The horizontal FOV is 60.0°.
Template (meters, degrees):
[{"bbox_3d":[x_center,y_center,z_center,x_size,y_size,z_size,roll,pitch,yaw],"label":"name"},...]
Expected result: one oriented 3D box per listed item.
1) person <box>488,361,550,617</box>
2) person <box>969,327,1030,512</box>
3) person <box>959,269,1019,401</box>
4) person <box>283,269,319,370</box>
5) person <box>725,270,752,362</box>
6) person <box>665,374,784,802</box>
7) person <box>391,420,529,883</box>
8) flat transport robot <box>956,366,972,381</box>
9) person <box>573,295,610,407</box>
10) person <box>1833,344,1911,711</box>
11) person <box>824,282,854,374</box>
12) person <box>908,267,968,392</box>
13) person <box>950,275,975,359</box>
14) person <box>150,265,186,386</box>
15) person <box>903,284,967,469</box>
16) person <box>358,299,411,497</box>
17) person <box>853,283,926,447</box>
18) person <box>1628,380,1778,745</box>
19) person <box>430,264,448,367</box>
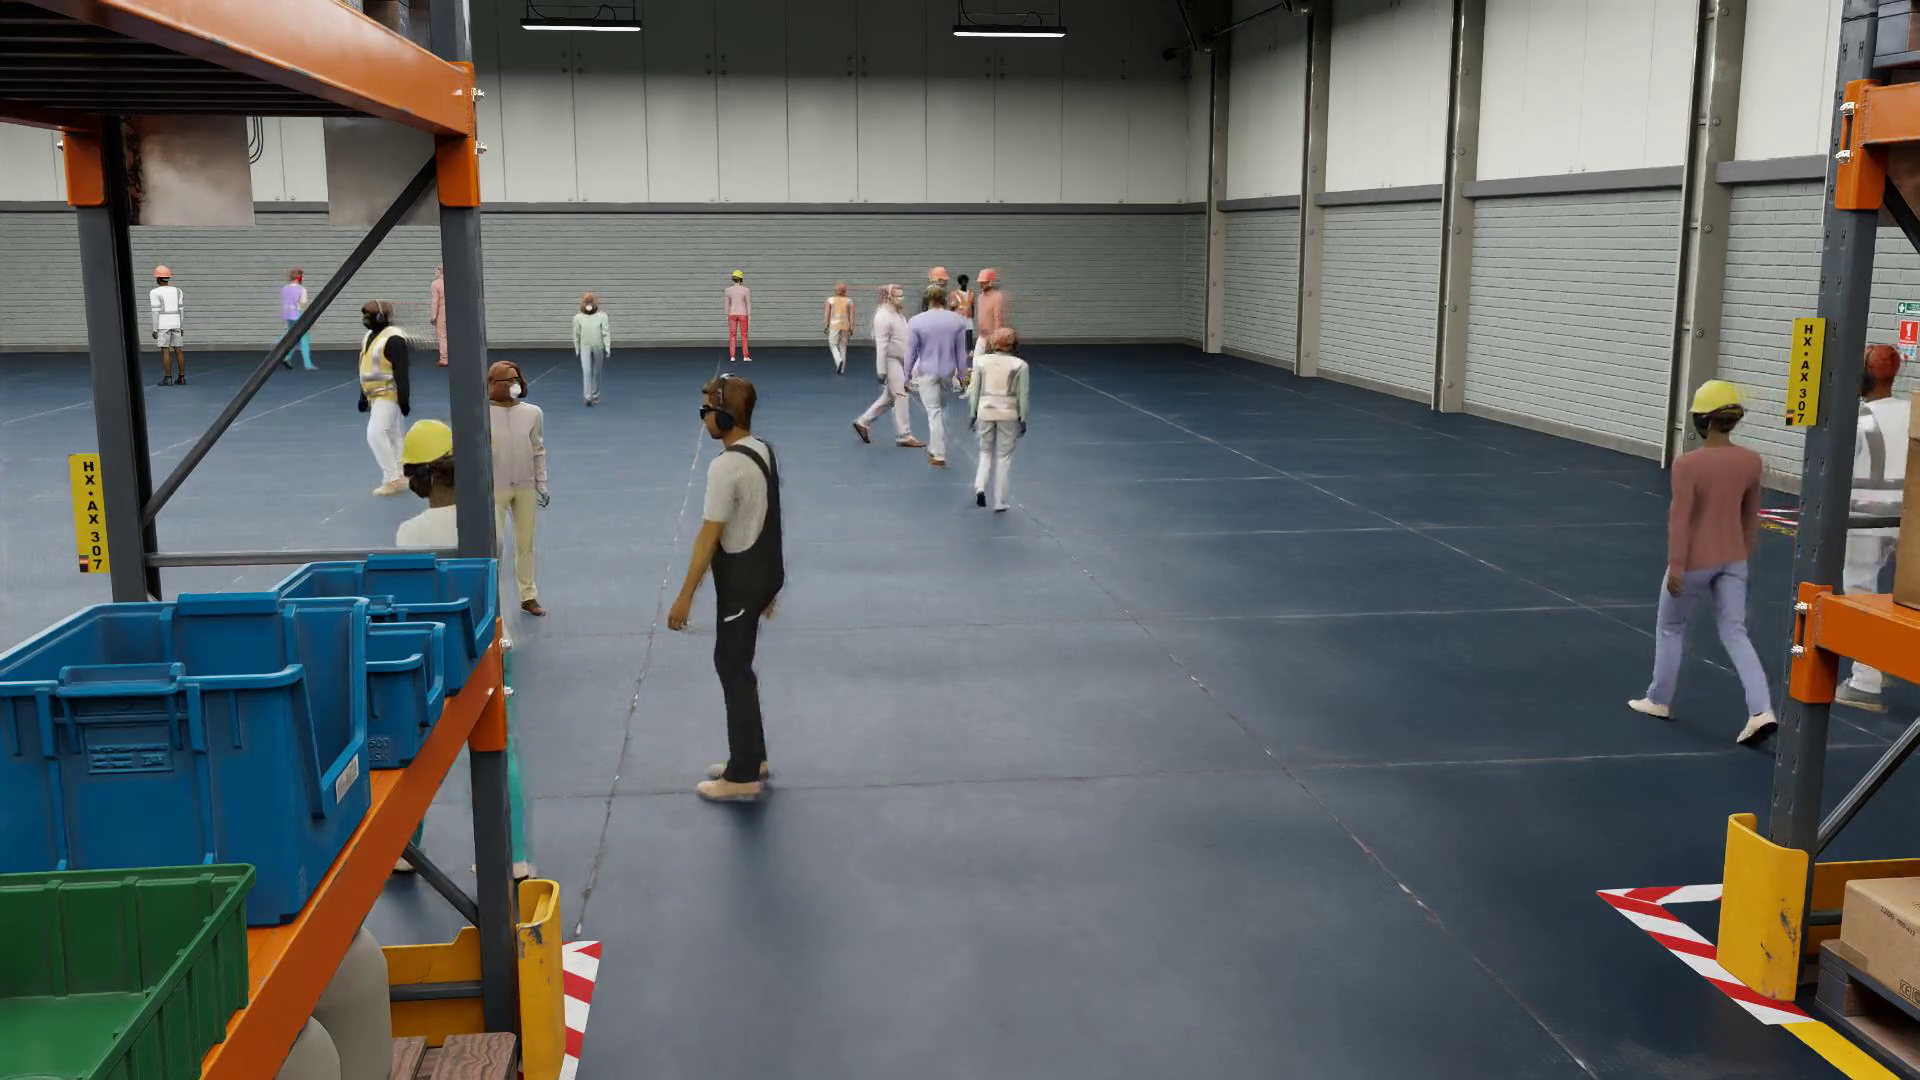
[{"bbox_3d":[-2.841,-0.311,10.485,0.507,1.635,0.272,-7,13,-34],"label":"person"},{"bbox_3d":[0.347,-1.059,14.625,0.534,1.613,0.401,3,11,18],"label":"person"},{"bbox_3d":[0.493,-3.033,24.606,1.050,1.944,0.618,-8,13,-38],"label":"person"},{"bbox_3d":[-11.880,-3.951,29.902,0.570,1.834,0.555,7,12,33],"label":"person"},{"bbox_3d":[-4.270,-4.315,32.084,0.525,1.769,0.308,1,10,7],"label":"person"},{"bbox_3d":[-0.976,0.215,7.050,0.444,1.837,0.529,2,11,11],"label":"person"},{"bbox_3d":[-1.960,0.424,6.185,0.795,1.734,0.546,4,11,23],"label":"person"},{"bbox_3d":[-0.212,-2.808,27.921,0.652,0.197,1.431,-3,11,-18],"label":"flat transport robot"},{"bbox_3d":[-5.241,-2.694,23.711,0.505,1.576,0.887,-3,11,-16],"label":"person"},{"bbox_3d":[4.633,-0.066,8.515,0.605,1.861,0.502,-4,11,-20],"label":"person"},{"bbox_3d":[-2.099,-3.702,29.117,0.522,1.620,0.595,-3,11,-17],"label":"person"},{"bbox_3d":[-0.365,-3.250,25.795,1.053,1.941,0.630,4,11,19],"label":"person"},{"bbox_3d":[0.058,-4.396,32.845,0.545,1.646,0.888,-4,11,-20],"label":"person"},{"bbox_3d":[-12.827,-3.460,26.914,0.351,1.942,0.545,6,12,30],"label":"person"},{"bbox_3d":[-0.318,-1.723,17.476,0.655,1.906,0.900,-5,11,-25],"label":"person"},{"bbox_3d":[-5.401,-1.314,15.475,0.564,1.824,0.624,-8,13,-36],"label":"person"},{"bbox_3d":[-0.827,-2.007,19.134,0.857,1.881,0.651,3,11,14],"label":"person"},{"bbox_3d":[3.644,0.096,8.001,0.536,1.730,0.874,-3,11,-14],"label":"person"},{"bbox_3d":[-9.593,-4.177,30.942,0.407,1.904,0.655,7,12,32],"label":"person"}]
